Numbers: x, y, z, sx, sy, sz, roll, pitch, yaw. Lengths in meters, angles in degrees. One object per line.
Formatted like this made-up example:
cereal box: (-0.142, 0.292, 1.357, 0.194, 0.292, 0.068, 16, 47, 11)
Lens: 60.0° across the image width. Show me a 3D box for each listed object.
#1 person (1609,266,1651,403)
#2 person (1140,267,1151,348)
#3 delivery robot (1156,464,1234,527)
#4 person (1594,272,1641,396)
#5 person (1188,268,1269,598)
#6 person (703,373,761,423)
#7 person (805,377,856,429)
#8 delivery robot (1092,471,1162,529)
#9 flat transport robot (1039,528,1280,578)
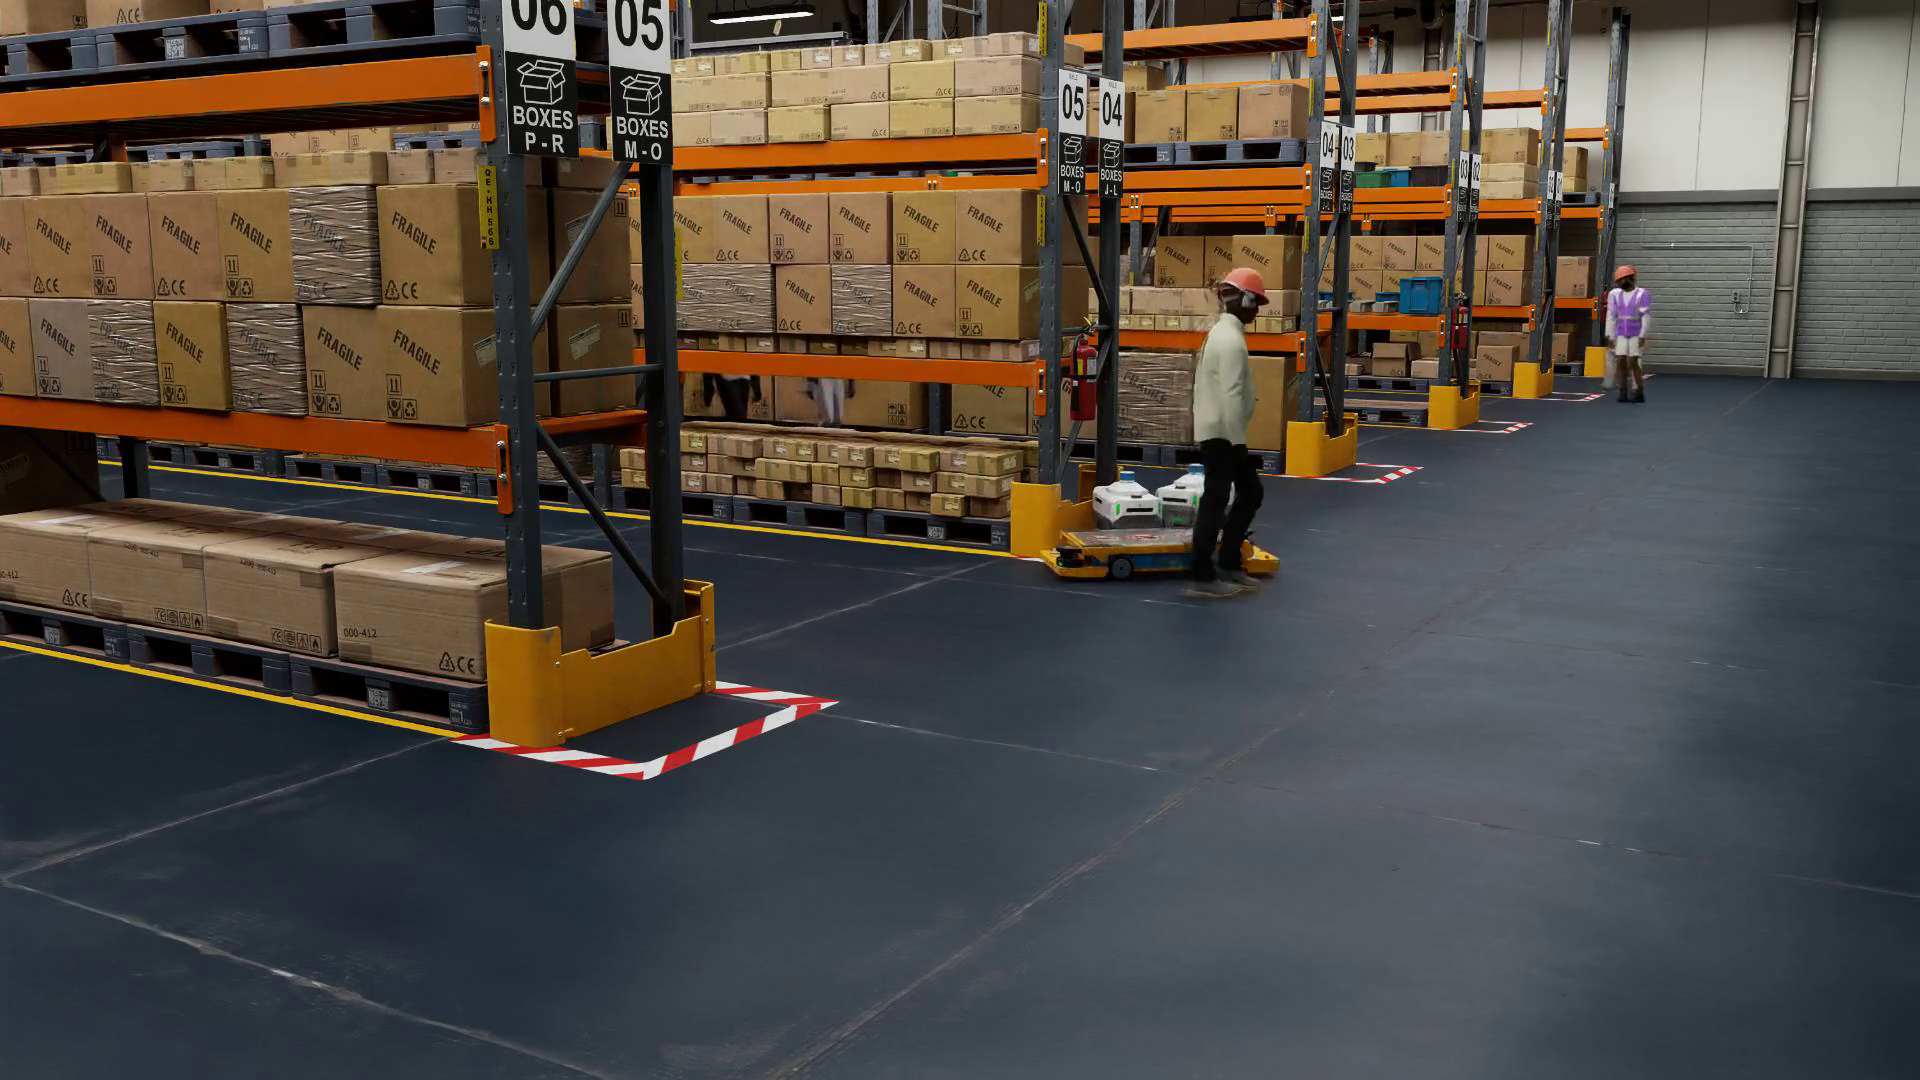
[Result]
person: (9.308, -2.851, 23.125, 0.404, 1.889, 0.573, -7, 12, -37)
person: (2.515, -2.908, 23.454, 0.991, 1.903, 0.640, 7, 12, 36)
delivery robot: (1.671, -0.297, 11.792, 0.477, 0.478, 0.707, 6, 11, 32)
person: (9.665, -3.034, 24.316, 0.703, 1.834, 0.910, -3, 10, -15)
person: (1.631, -0.610, 9.798, 0.605, 1.952, 0.651, 1, 10, 7)
person: (-2.039, -1.399, 14.636, 0.897, 1.890, 0.591, 7, 12, 34)
person: (-1.185, -1.472, 15.158, 0.431, 1.851, 0.550, 9, 13, 44)
delivery robot: (1.140, -0.228, 11.390, 0.477, 0.478, 0.707, -1, 10, -9)
flat transport robot: (1.274, 0.071, 10.744, 1.431, 0.197, 0.652, -2, 10, -9)
